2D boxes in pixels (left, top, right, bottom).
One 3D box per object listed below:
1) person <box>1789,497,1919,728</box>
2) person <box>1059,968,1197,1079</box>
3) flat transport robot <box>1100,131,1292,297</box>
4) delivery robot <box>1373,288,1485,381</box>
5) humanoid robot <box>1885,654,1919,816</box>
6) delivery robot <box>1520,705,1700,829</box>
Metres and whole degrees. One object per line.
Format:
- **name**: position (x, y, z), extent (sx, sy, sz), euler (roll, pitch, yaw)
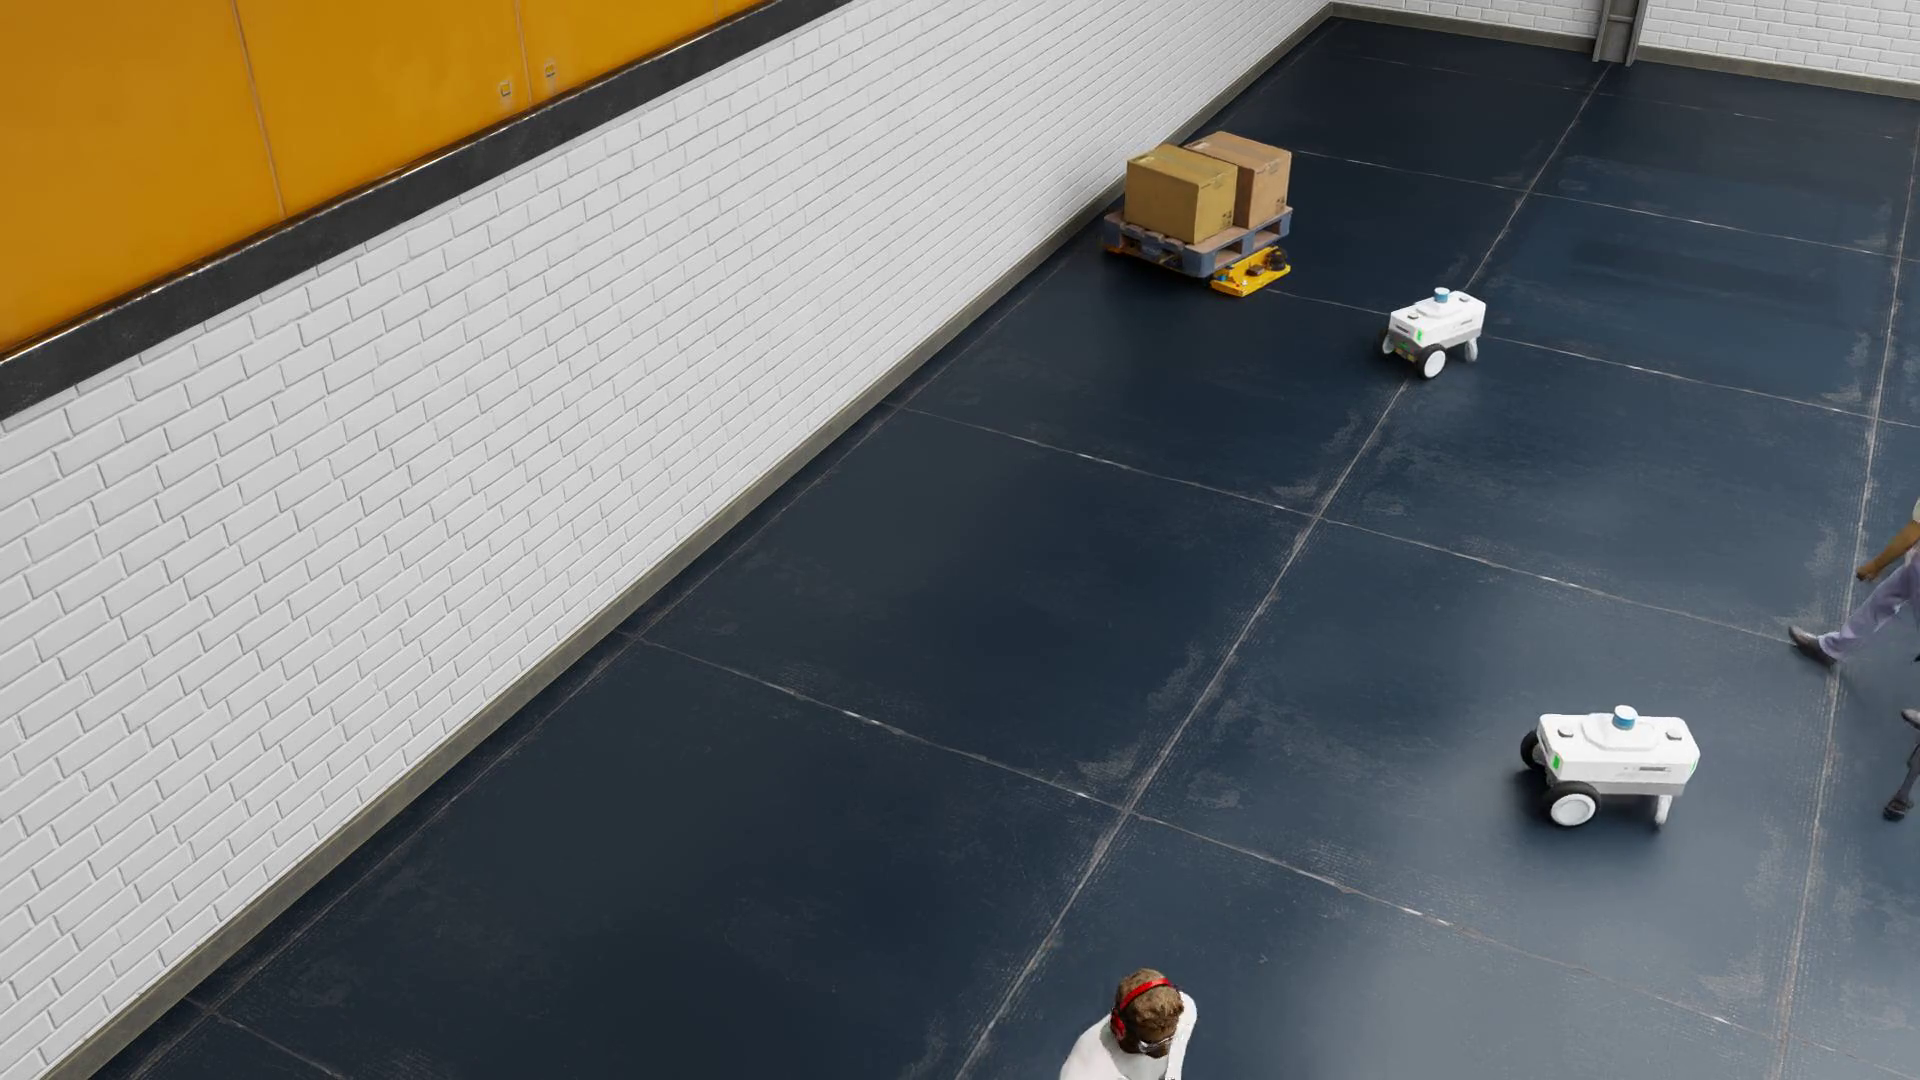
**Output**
- **person**: position (4.935, 0.103, 8.471), extent (0.564, 1.780, 1.021), euler (-25, 41, -32)
- **person**: position (0.445, 2.007, 5.611), extent (0.678, 1.814, 0.597), euler (27, 43, 34)
- **flat transport robot**: position (1.897, -2.345, 13.466), extent (1.431, 0.231, 0.659), euler (28, 43, 35)
- **delivery robot**: position (3.412, -1.524, 11.978), extent (0.755, 0.583, 0.507), euler (-20, 39, -27)
- **humanoid robot**: position (4.868, 0.589, 7.885), extent (0.761, 1.635, 0.603), euler (-26, 42, -33)
- **delivery robot**: position (3.169, 1.069, 8.118), extent (0.752, 0.581, 0.517), euler (1, 34, 2)
